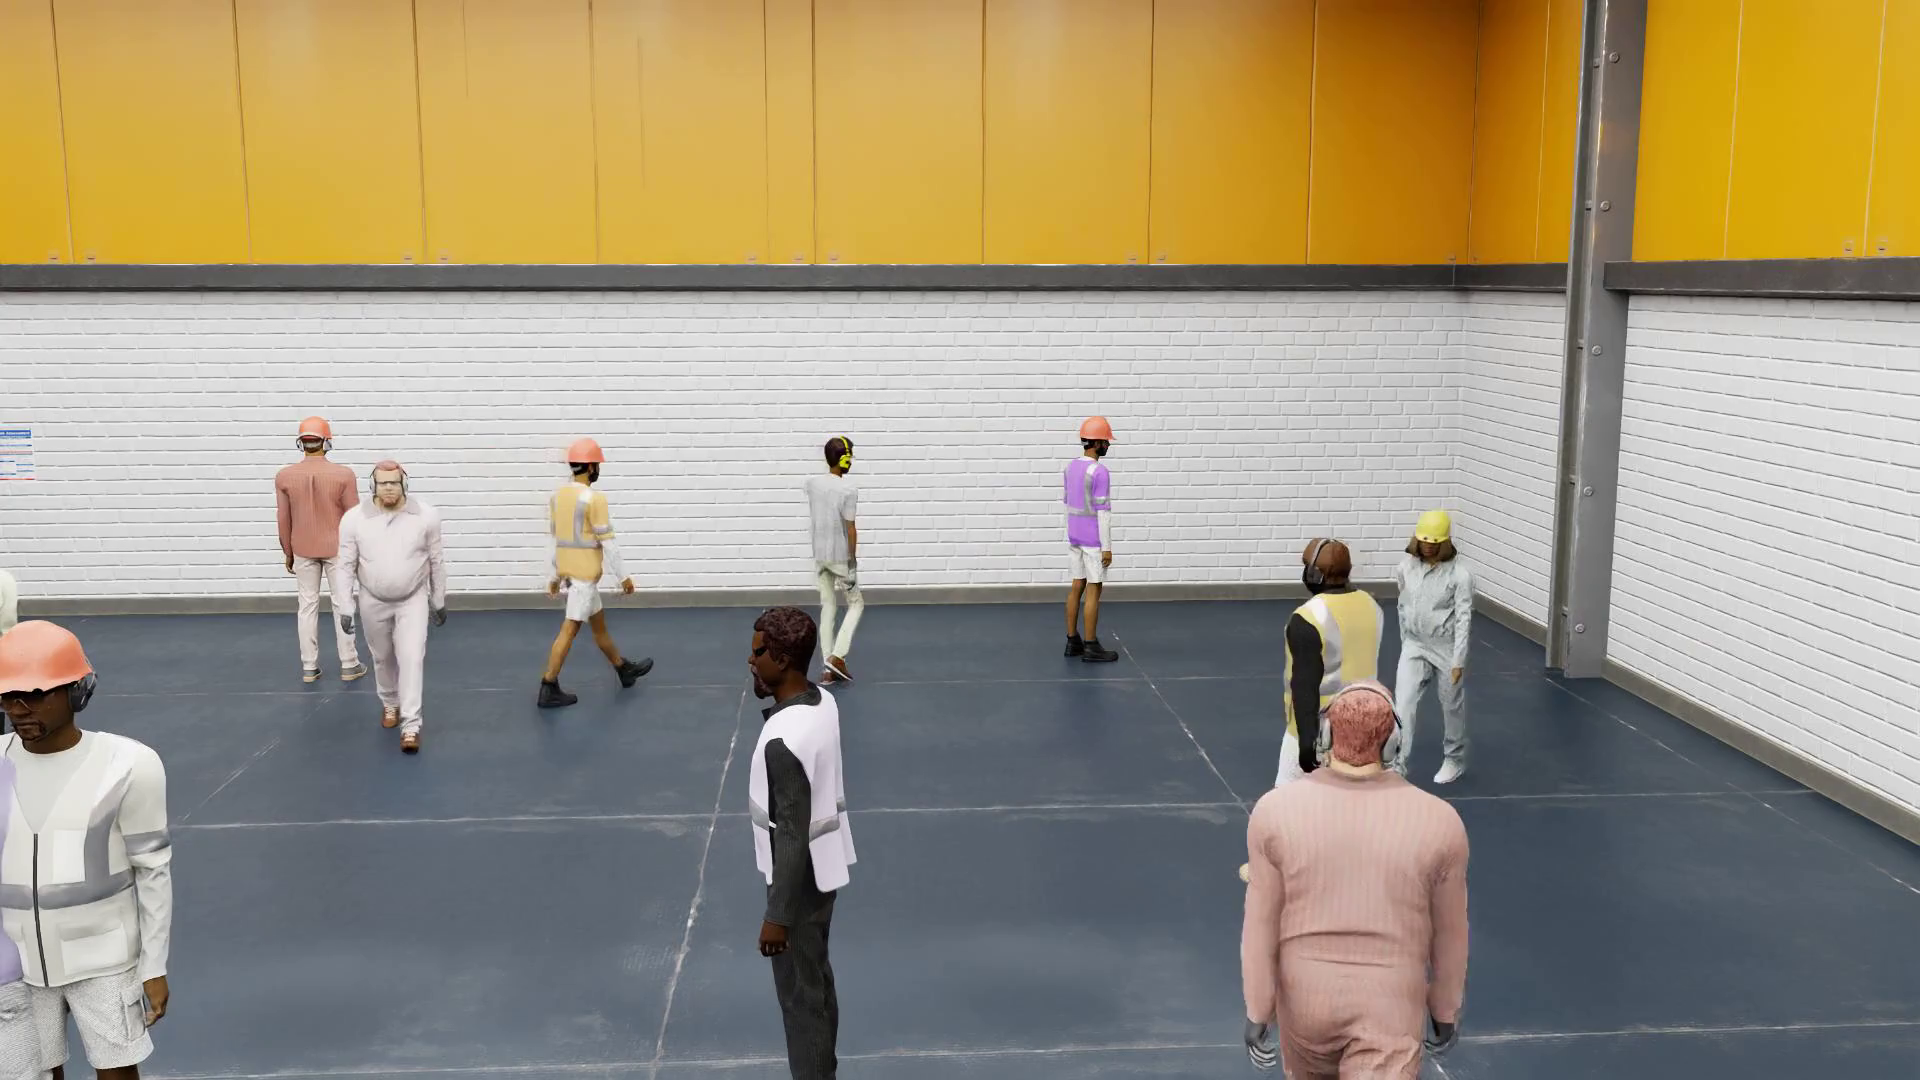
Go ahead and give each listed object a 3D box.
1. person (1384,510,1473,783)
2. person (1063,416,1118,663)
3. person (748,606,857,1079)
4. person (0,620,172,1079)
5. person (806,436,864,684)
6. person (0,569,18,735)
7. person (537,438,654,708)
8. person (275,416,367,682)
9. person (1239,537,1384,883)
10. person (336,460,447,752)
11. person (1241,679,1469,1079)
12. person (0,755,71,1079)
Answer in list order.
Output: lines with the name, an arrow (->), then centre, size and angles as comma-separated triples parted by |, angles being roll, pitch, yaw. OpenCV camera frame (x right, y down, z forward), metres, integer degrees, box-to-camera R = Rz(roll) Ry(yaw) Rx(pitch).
person -> 2.724, 0.656, 9.673 | 0.498, 1.682, 0.943 | 8, 12, 40
person -> 1.043, -0.010, 13.104 | 0.375, 1.935, 0.551 | -5, 10, -28
person -> -0.559, 1.172, 5.741 | 0.392, 1.919, 0.591 | 0, 9, 3
person -> -2.650, 1.239, 4.923 | 0.605, 2.045, 0.379 | -1, 9, -6
person -> -0.910, 0.154, 12.377 | 0.492, 1.848, 0.412 | 5, 11, 30
person -> -4.812, 0.783, 7.970 | 0.608, 1.986, 0.391 | -6, 11, -34
person -> -2.643, 0.217, 11.867 | 1.039, 1.877, 0.563 | -9, 12, -43
person -> -4.759, 0.071, 12.422 | 0.610, 1.993, 0.380 | -1, 9, -7
person -> 1.816, 0.884, 7.956 | 0.642, 1.800, 0.955 | -7, 11, -38
person -> -3.699, 0.395, 10.846 | 0.663, 1.851, 1.038 | -2, 9, -14
person -> 1.165, 1.340, 4.928 | 0.645, 1.854, 1.032 | 2, 9, 15
person -> -2.921, 1.302, 4.858 | 0.629, 1.940, 0.379 | -6, 11, -31
